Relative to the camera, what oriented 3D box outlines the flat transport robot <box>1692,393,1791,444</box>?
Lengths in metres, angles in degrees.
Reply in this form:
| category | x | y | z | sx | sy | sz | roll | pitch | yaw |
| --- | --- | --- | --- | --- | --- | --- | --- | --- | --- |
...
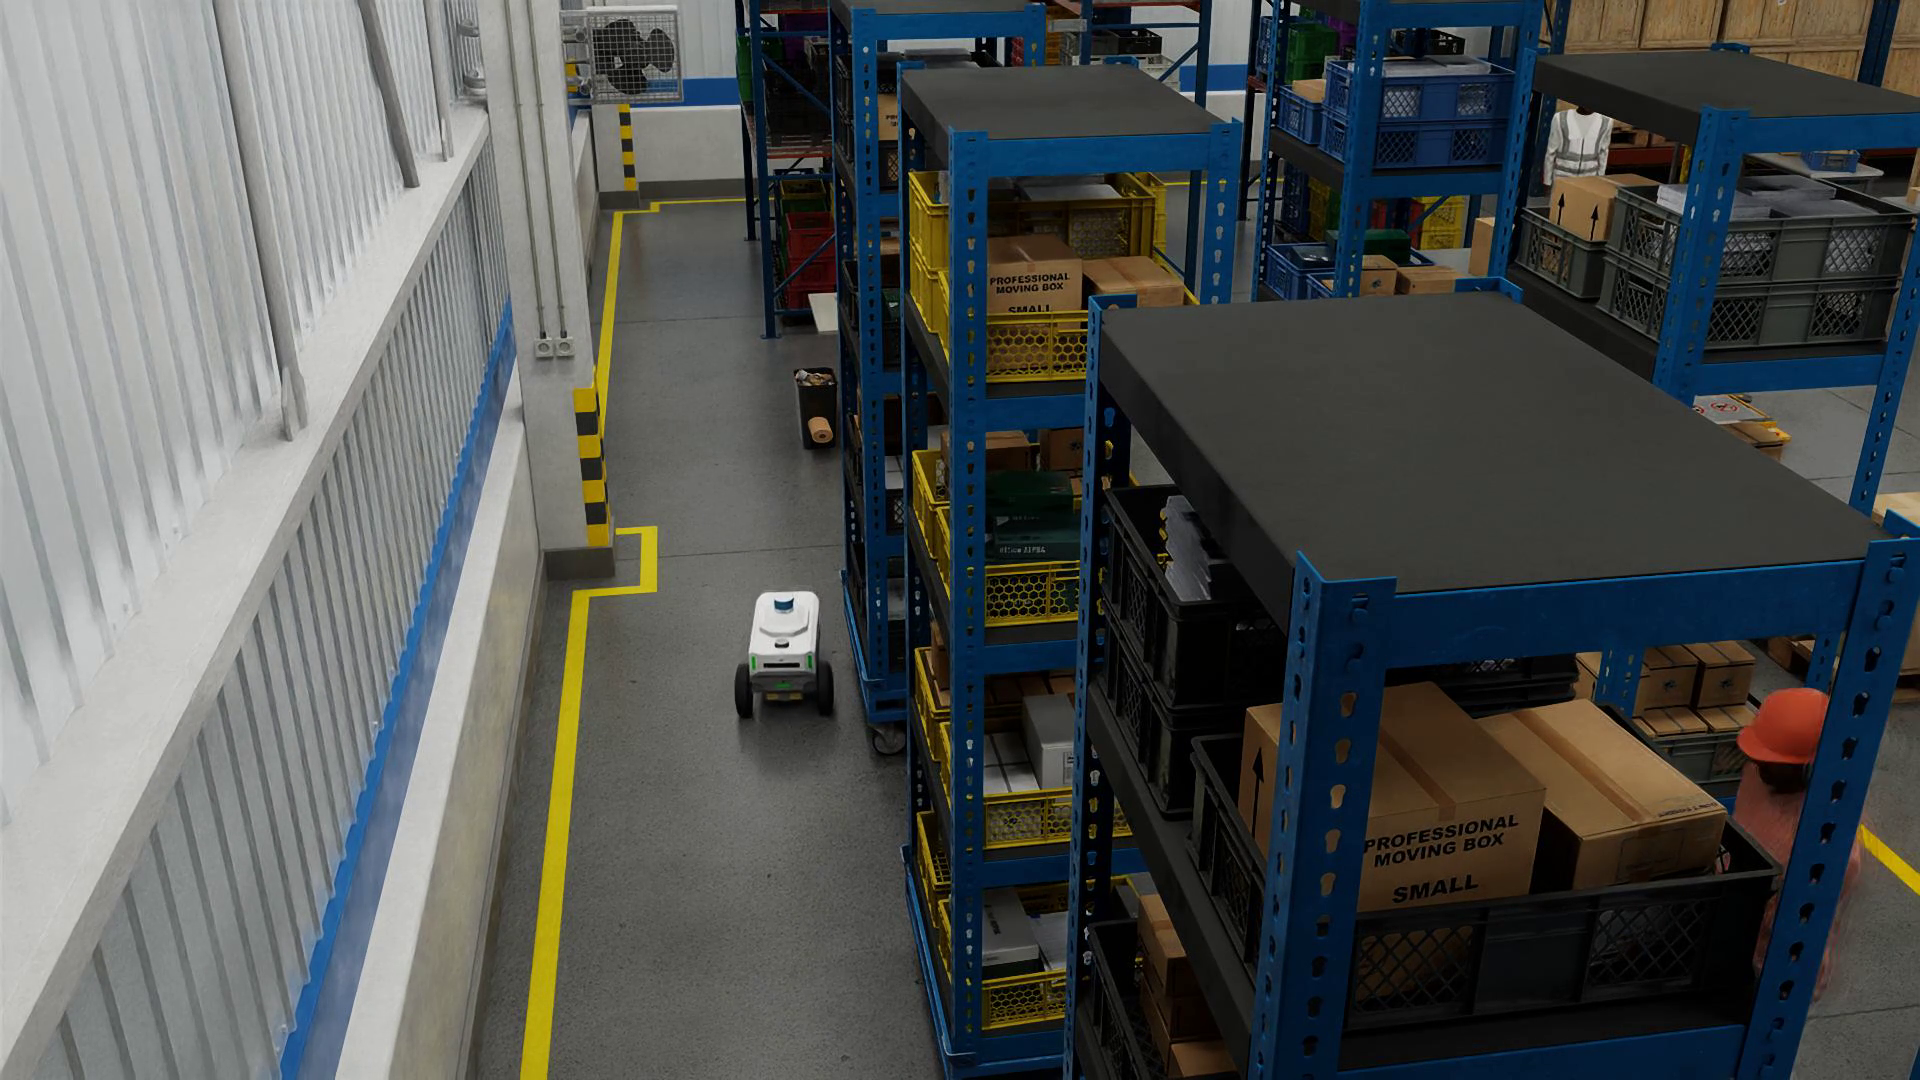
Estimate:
| category | x | y | z | sx | sy | sz | roll | pitch | yaw |
| --- | --- | --- | --- | --- | --- | --- | --- | --- | --- |
| flat transport robot | 5.224 | -0.859 | 12.132 | 1.431 | 0.197 | 0.652 | -4 | 25 | -8 |

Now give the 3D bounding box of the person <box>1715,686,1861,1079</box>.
| category | x | y | z | sx | sy | sz | roll | pitch | yaw |
| --- | --- | --- | --- | --- | --- | --- | --- | --- | --- |
| person | 2.547 | 1.332 | 5.345 | 0.560 | 1.972 | 0.632 | -2 | 25 | -3 |

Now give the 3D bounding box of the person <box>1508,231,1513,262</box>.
| category | x | y | z | sx | sy | sz | roll | pitch | yaw |
| --- | --- | --- | --- | --- | --- | --- | --- | --- | --- |
| person | 3.475 | -1.031 | 10.529 | 0.369 | 1.939 | 0.629 | 10 | 27 | 21 |

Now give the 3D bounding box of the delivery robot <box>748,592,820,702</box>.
| category | x | y | z | sx | sy | sz | roll | pitch | yaw |
| --- | --- | --- | --- | --- | --- | --- | --- | --- | --- |
| delivery robot | -0.914 | 0.512 | 8.707 | 0.477 | 0.478 | 0.707 | -1 | 25 | -2 |

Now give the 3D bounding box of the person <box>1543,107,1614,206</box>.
| category | x | y | z | sx | sy | sz | roll | pitch | yaw |
| --- | --- | --- | --- | --- | --- | --- | --- | --- | --- |
| person | 5.823 | -3.416 | 15.777 | 0.574 | 1.882 | 0.358 | 2 | 25 | 5 |
